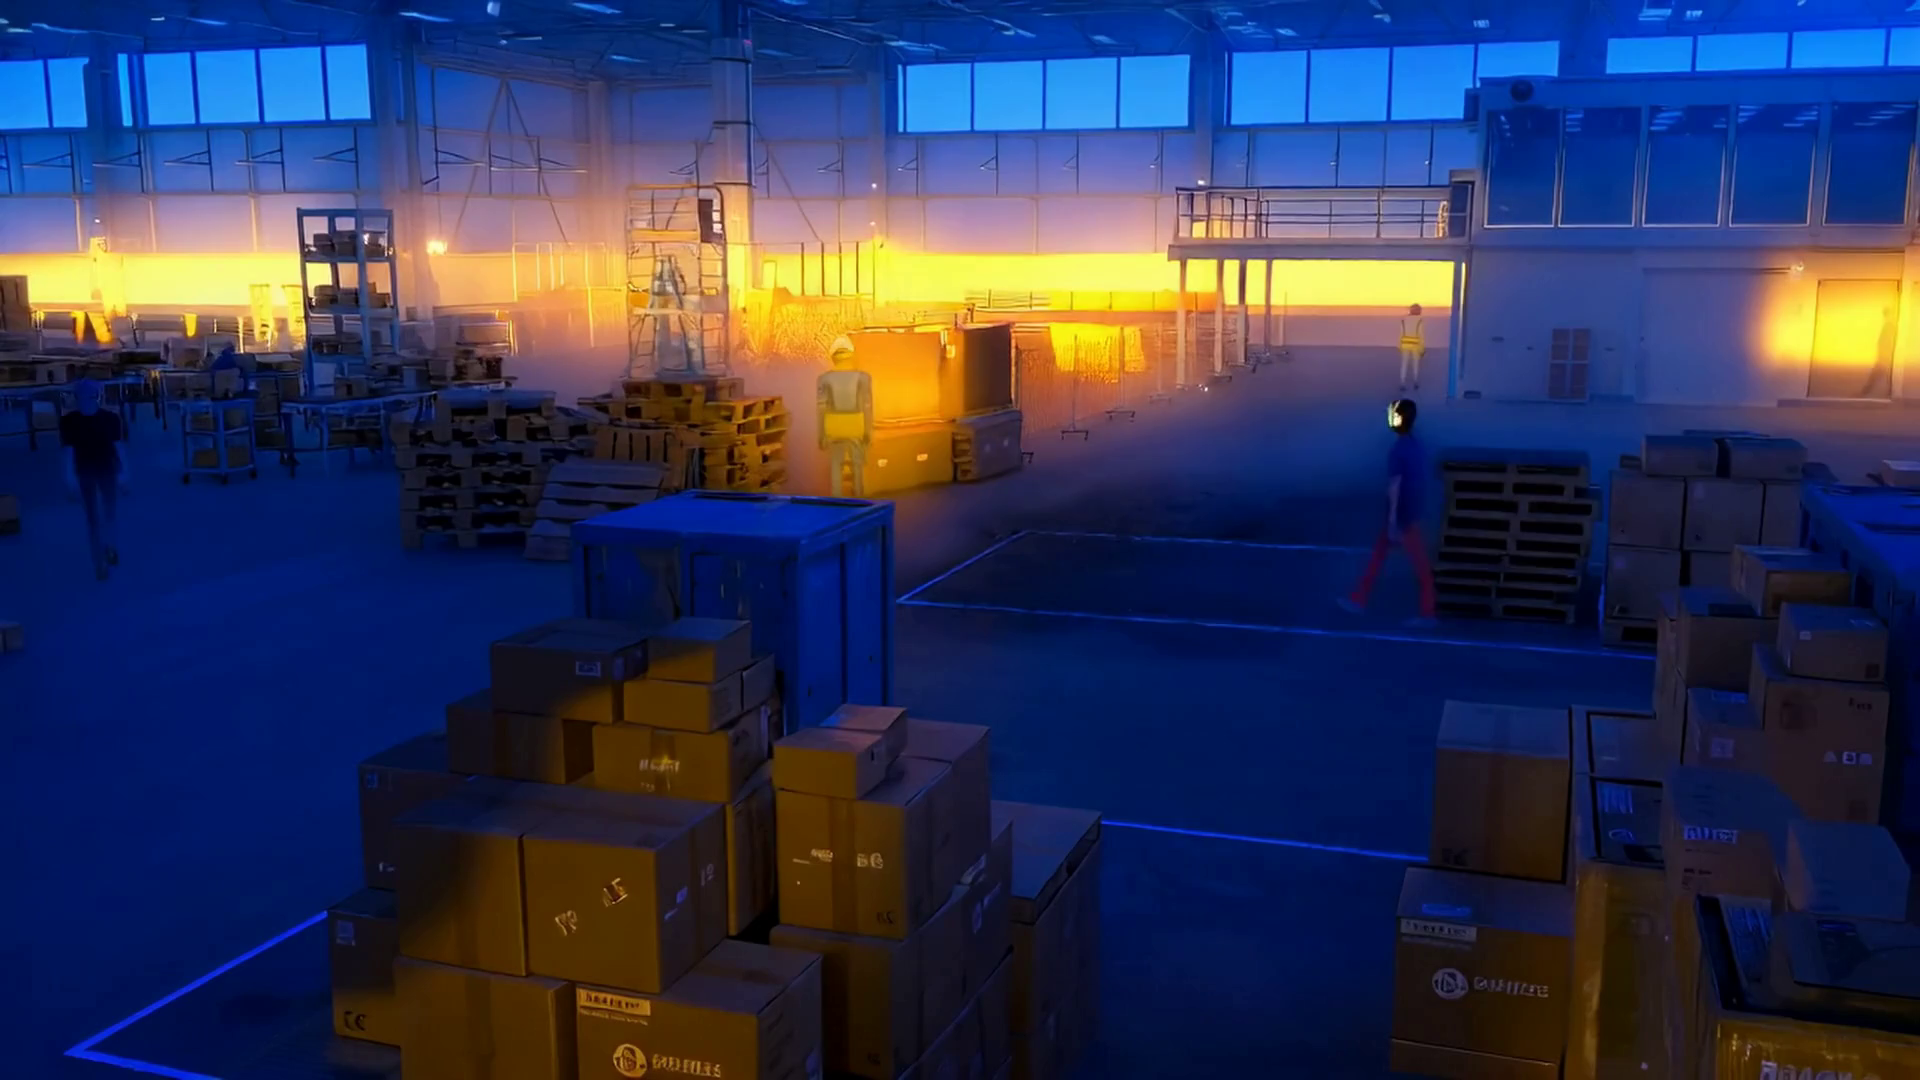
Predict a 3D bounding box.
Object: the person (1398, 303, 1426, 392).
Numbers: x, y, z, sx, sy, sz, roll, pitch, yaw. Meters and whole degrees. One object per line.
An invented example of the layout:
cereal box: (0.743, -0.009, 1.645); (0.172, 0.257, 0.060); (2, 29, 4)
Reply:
person: (9.376, -4.002, 34.588); (0.580, 1.839, 0.998); (5, 11, 26)

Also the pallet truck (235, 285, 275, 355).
pallet truck: (-18.327, -5.835, 44.421); (0.823, 1.965, 1.885); (4, 11, 23)

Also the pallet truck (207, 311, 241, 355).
pallet truck: (-19.537, -5.575, 44.913); (0.653, 1.274, 1.630); (3, 11, 19)

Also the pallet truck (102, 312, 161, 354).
pallet truck: (-23.057, -5.777, 46.261); (0.680, 1.201, 1.601); (3, 11, 19)

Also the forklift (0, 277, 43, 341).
forklift: (-27.151, -6.329, 46.328); (1.157, 1.987, 2.680); (3, 11, 17)

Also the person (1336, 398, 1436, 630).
person: (3.497, -0.224, 13.329); (0.526, 1.818, 0.942); (-7, 12, -33)

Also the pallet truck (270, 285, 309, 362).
pallet truck: (-17.147, -5.700, 43.663); (0.823, 1.965, 1.885); (3, 11, 17)

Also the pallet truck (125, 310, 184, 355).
pallet truck: (-22.038, -5.665, 45.457); (0.704, 1.261, 1.522); (3, 11, 17)

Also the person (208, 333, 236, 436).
person: (-10.715, -2.124, 24.183); (0.324, 1.765, 0.534); (0, 10, 2)

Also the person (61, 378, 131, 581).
person: (-7.925, -0.584, 15.290); (0.527, 1.845, 0.796); (-5, 11, -27)

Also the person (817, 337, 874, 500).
person: (-1.237, -1.180, 18.080); (0.615, 2.040, 0.391); (-1, 10, -4)
